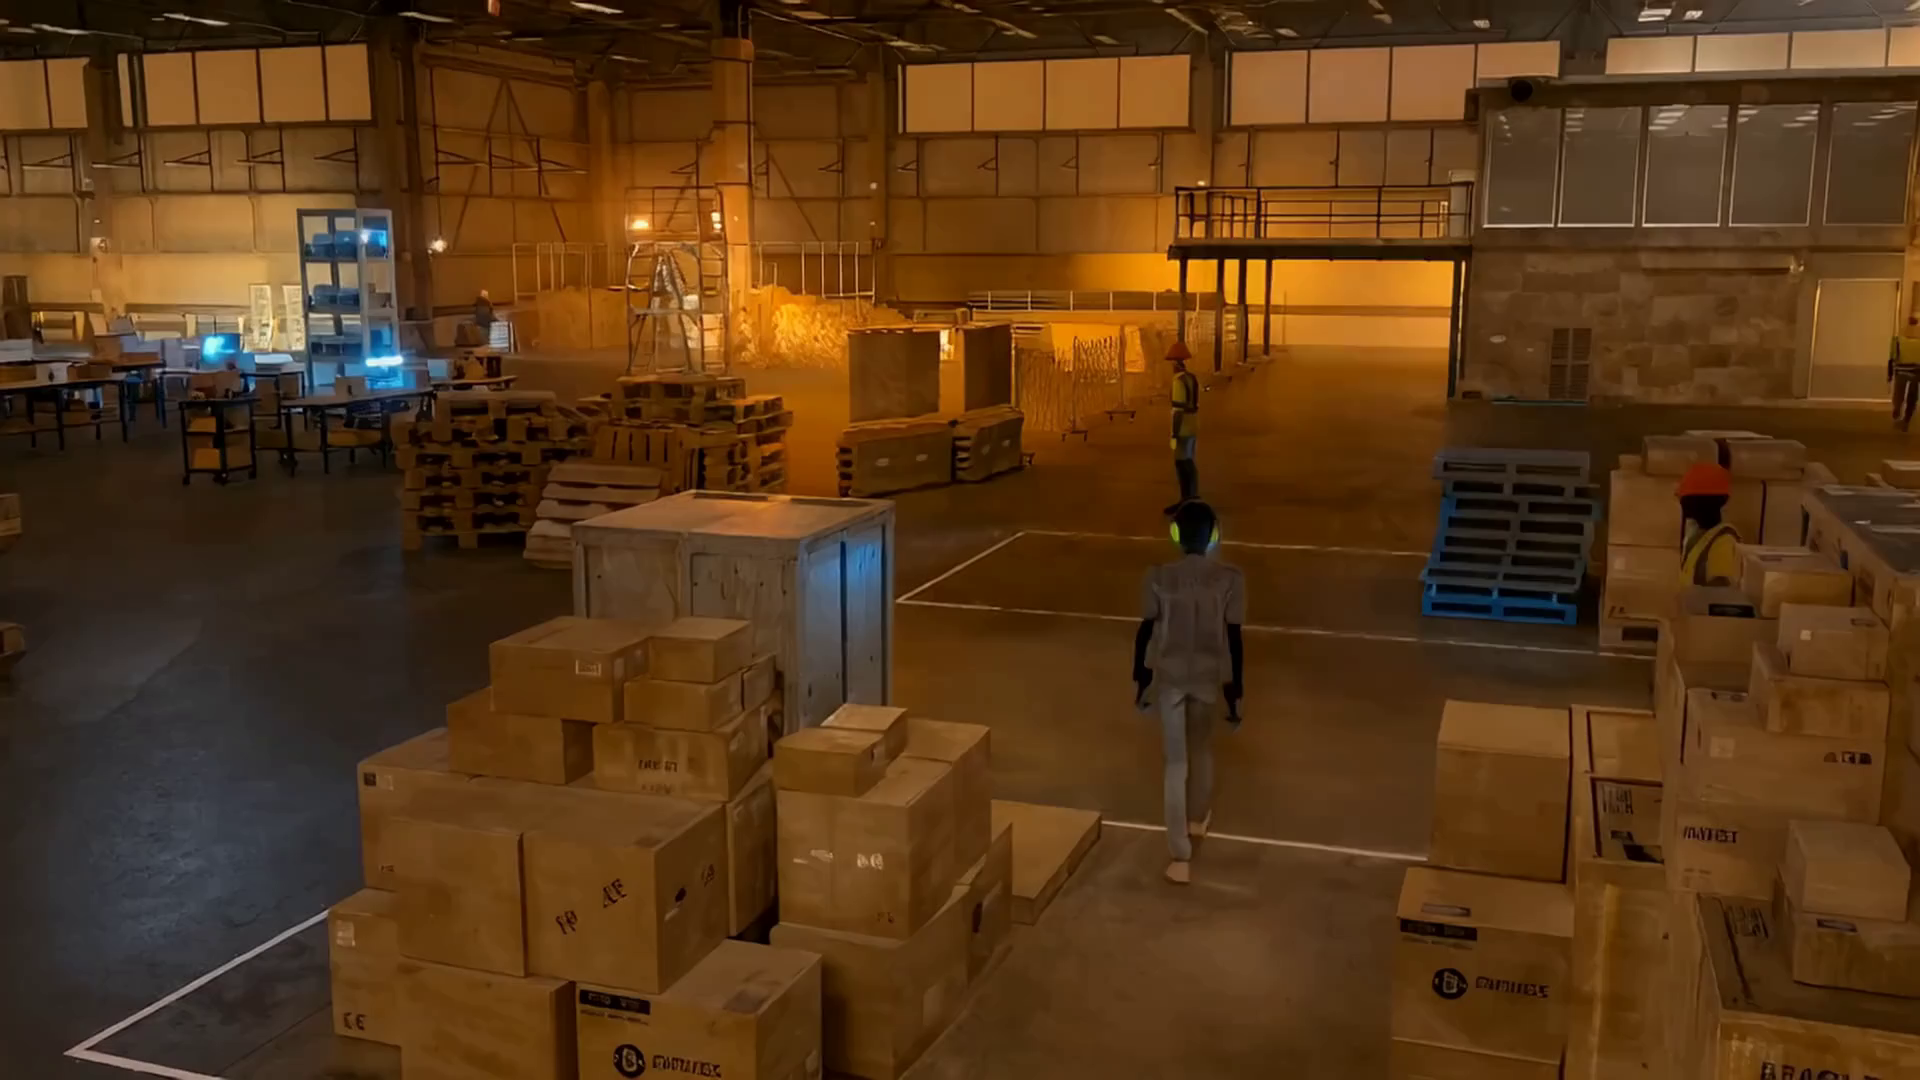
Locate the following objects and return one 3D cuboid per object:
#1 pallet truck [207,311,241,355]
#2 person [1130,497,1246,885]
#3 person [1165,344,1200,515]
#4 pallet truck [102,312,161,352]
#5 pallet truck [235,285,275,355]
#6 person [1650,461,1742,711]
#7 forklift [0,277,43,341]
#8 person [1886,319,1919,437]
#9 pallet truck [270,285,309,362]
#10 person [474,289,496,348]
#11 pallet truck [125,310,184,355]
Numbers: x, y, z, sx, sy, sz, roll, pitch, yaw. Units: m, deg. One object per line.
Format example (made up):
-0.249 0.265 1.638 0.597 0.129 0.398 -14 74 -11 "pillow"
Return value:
-19.537 -5.575 44.913 0.653 1.274 1.630 3 11 19 "pallet truck"
1.110 0.701 8.147 0.546 1.815 1.004 1 10 5 "person"
2.499 -1.245 18.785 0.399 1.928 0.545 5 11 26 "person"
-23.057 -5.777 46.261 0.680 1.201 1.601 3 11 19 "pallet truck"
-18.327 -5.835 44.421 0.823 1.965 1.885 4 11 23 "pallet truck"
4.008 0.511 9.007 0.986 1.886 0.563 1 10 3 "person"
-27.151 -6.329 46.328 1.157 1.987 2.680 3 11 17 "forklift"
15.009 -2.555 26.302 0.606 1.869 0.420 5 11 25 "person"
-17.147 -5.700 43.663 0.823 1.965 1.885 3 11 17 "pallet truck"
-12.418 -5.618 43.514 0.416 1.884 0.668 -9 14 -42 "person"
-22.038 -5.665 45.457 0.704 1.261 1.522 3 11 17 "pallet truck"
